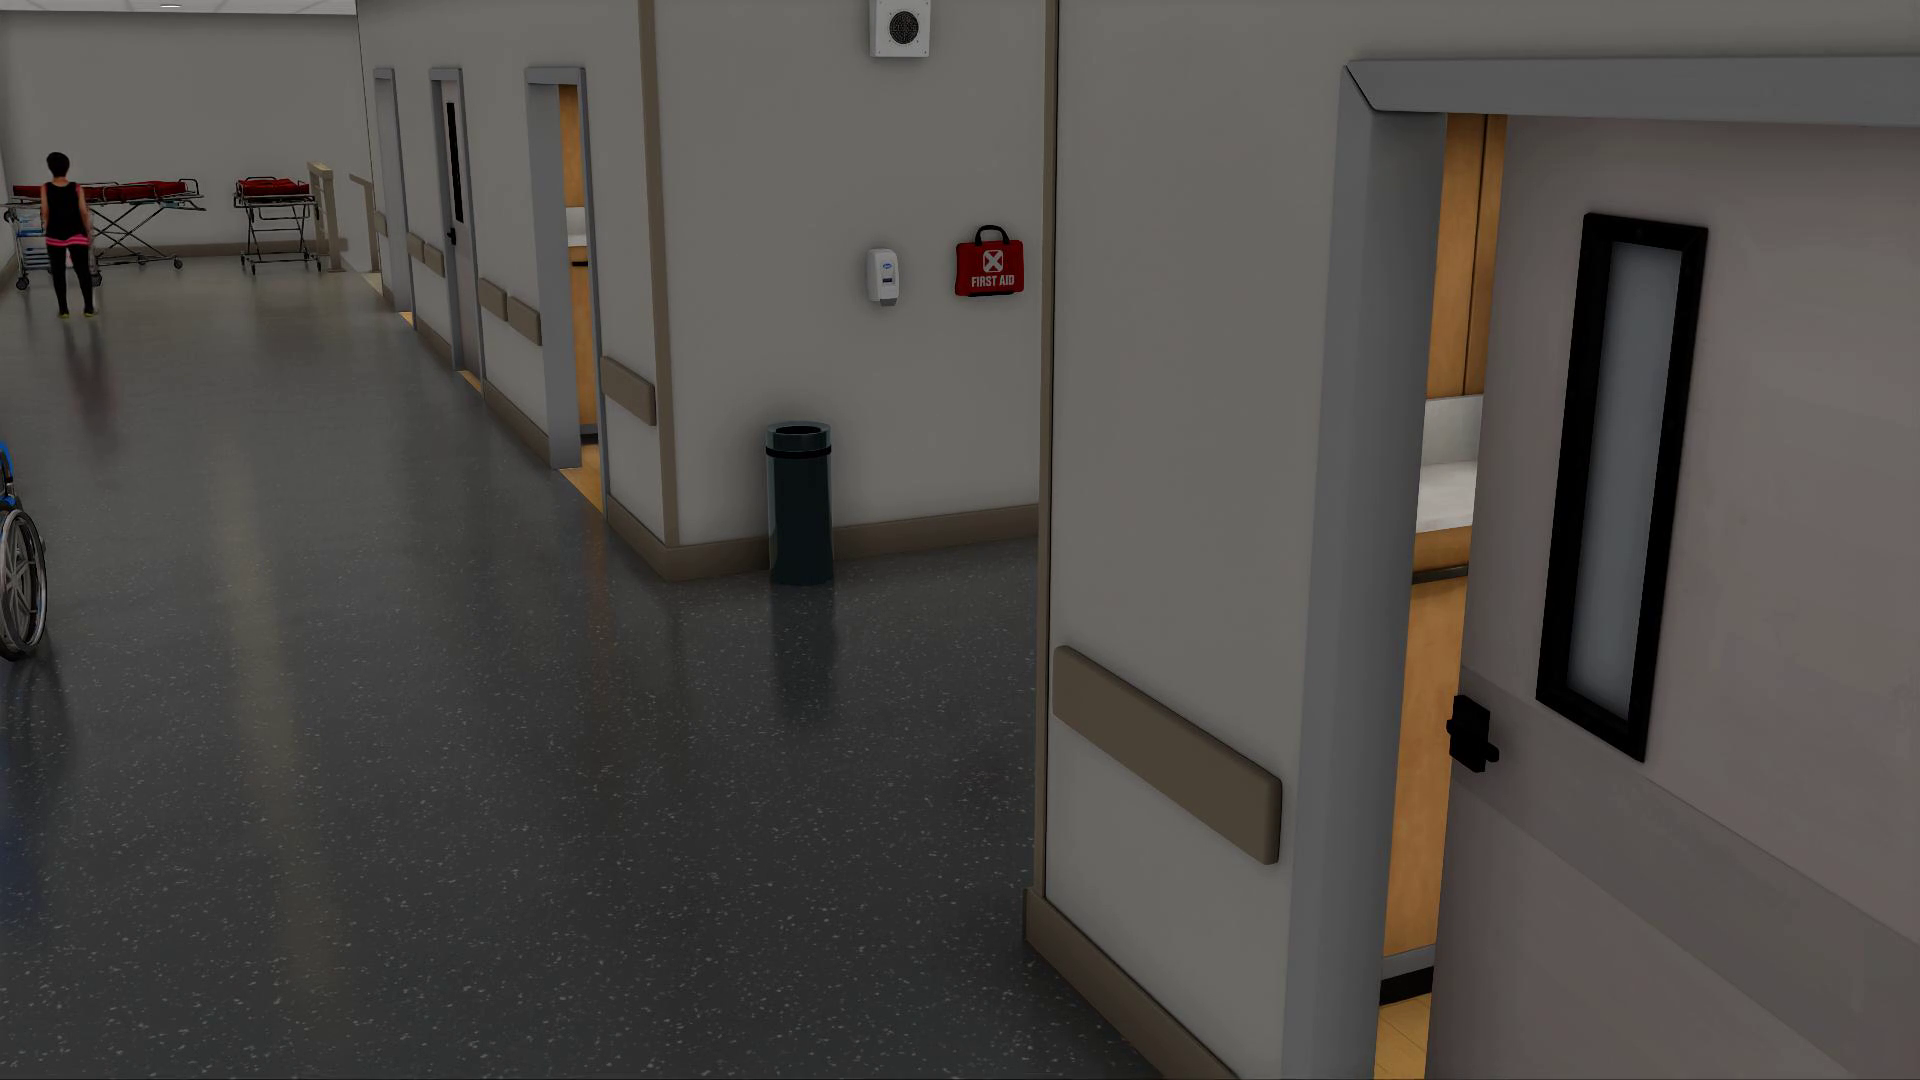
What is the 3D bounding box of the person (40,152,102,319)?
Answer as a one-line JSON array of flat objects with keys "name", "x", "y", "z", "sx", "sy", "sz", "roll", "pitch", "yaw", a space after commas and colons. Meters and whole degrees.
[{"name": "person", "x": -8.518, "y": -2.907, "z": 15.870, "sx": 0.572, "sy": 1.551, "sz": 0.577, "roll": -8, "pitch": 18, "yaw": -28}]
